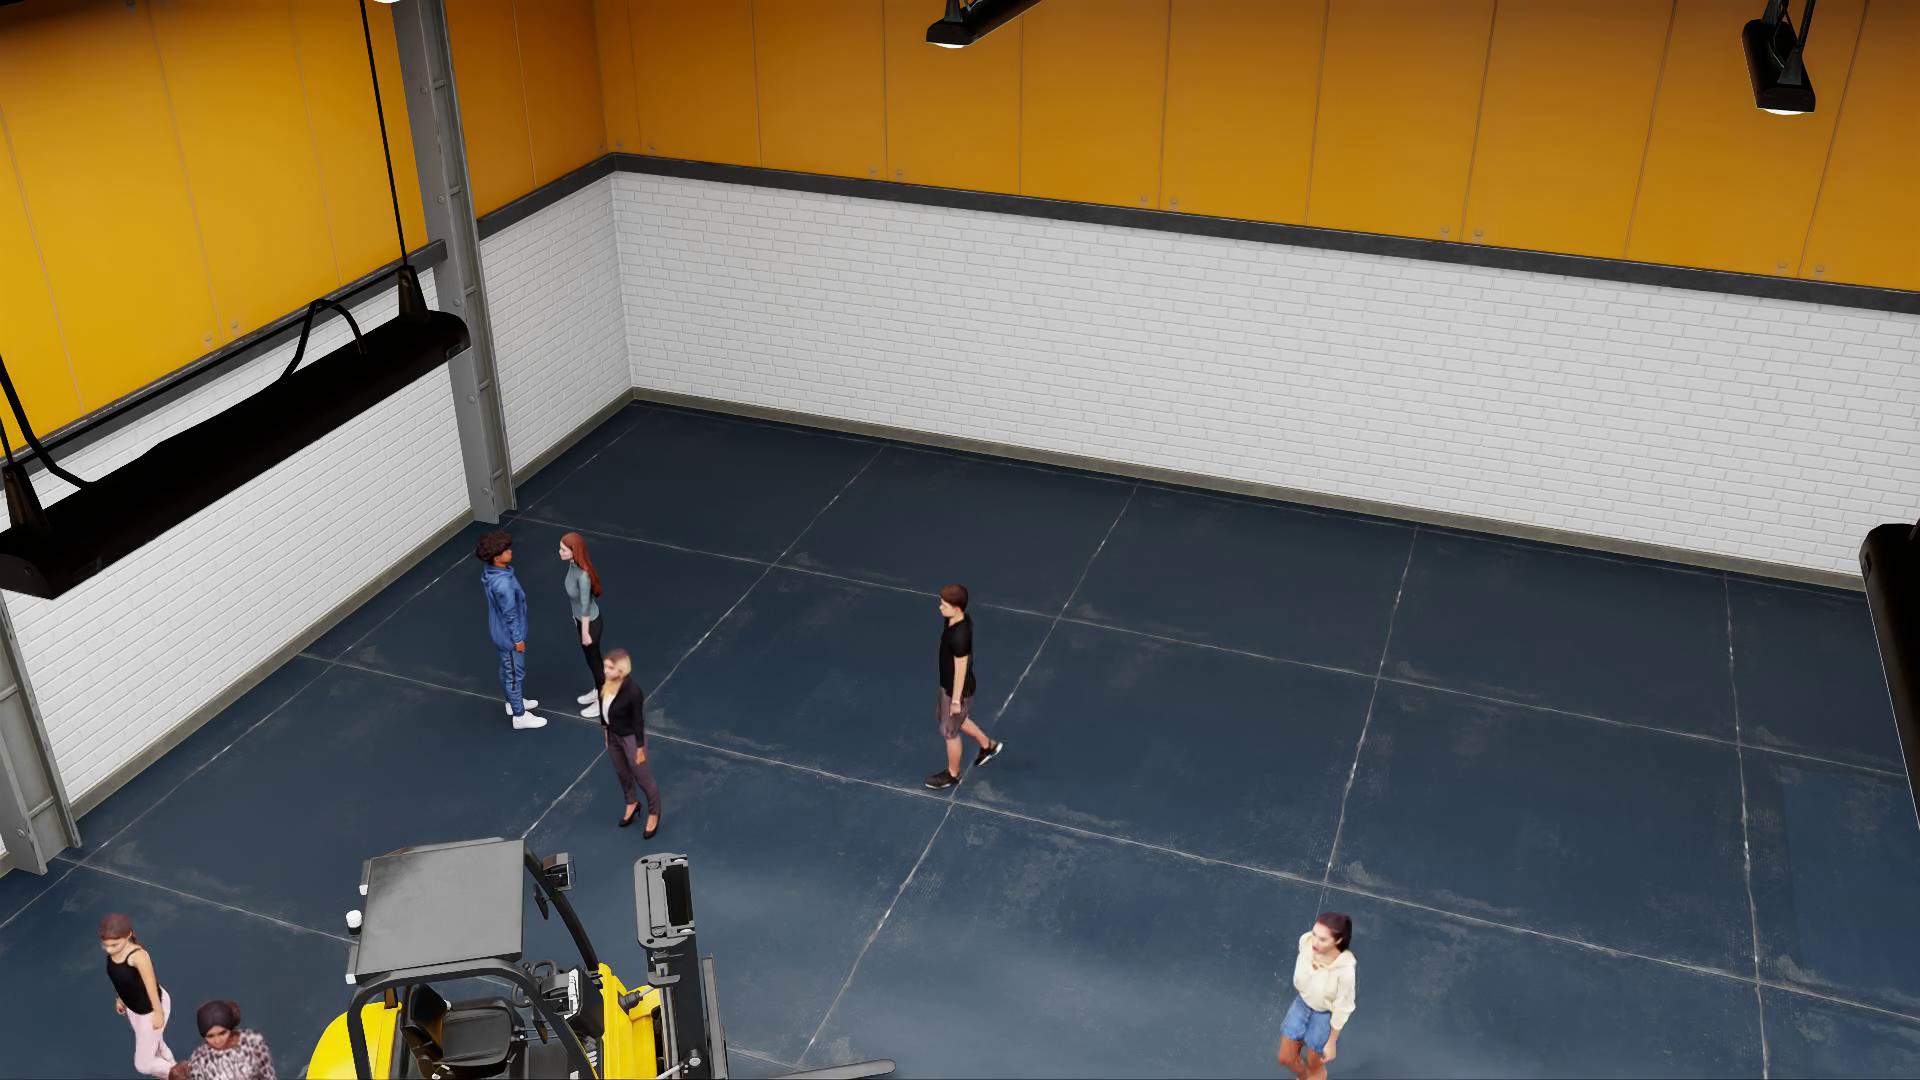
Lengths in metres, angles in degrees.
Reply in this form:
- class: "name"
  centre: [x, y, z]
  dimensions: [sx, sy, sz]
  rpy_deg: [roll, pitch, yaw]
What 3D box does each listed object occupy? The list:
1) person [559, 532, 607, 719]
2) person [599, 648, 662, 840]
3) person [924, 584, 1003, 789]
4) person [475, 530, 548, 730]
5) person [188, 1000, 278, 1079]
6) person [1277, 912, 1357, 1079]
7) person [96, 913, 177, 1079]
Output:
- class: "person"
  centre: [-3.156, 0.701, 14.089]
  dimensions: [0.728, 1.742, 0.646]
  rpy_deg: [-8, 30, -15]
- class: "person"
  centre: [-2.514, 1.532, 12.643]
  dimensions: [0.654, 1.667, 0.648]
  rpy_deg: [20, 35, 32]
- class: "person"
  centre: [0.047, 1.143, 13.166]
  dimensions: [0.968, 1.848, 0.967]
  rpy_deg: [-4, 29, -6]
- class: "person"
  centre: [-3.790, 0.738, 13.948]
  dimensions: [0.812, 1.811, 0.753]
  rpy_deg: [-13, 31, -22]
- class: "person"
  centre: [-4.074, 3.237, 9.488]
  dimensions: [0.907, 1.694, 0.943]
  rpy_deg: [-15, 32, -26]
- class: "person"
  centre: [2.245, 2.900, 10.185]
  dimensions: [0.768, 1.619, 0.745]
  rpy_deg: [-20, 34, -32]
- class: "person"
  centre: [-5.005, 2.863, 10.331]
  dimensions: [0.584, 1.545, 0.618]
  rpy_deg: [17, 33, 29]
